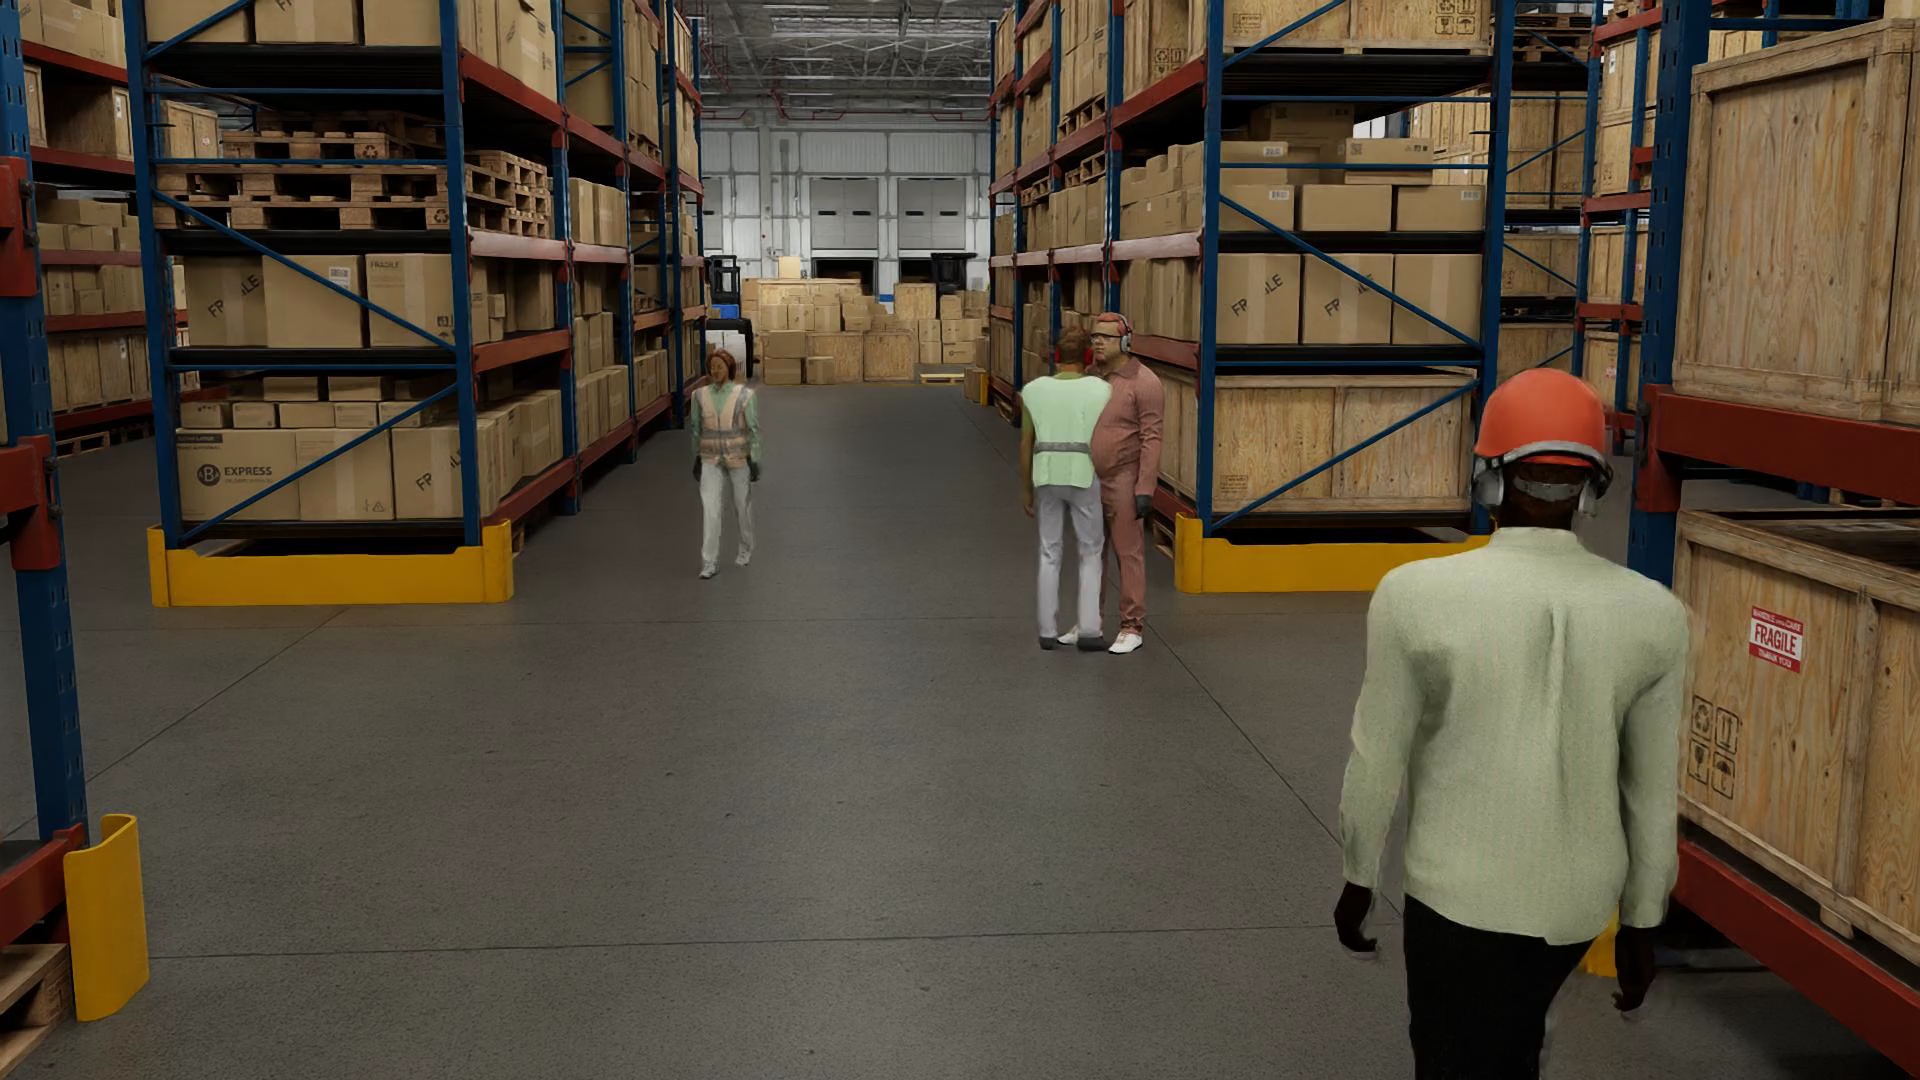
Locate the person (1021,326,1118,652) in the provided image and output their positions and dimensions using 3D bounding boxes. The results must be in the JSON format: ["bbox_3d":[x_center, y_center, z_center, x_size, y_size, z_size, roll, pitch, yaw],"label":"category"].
[{"bbox_3d":[0.622,-0.274,9.359,0.585,1.842,0.417,3,10,18],"label":"person"}]

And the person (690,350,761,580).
[{"bbox_3d":[-1.667,-0.560,11.872,0.529,1.595,0.847,1,9,7],"label":"person"}]

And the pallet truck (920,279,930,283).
[{"bbox_3d":[-0.932,-8.922,63.114,1.885,1.965,0.823,2,9,13],"label":"pallet truck"}]

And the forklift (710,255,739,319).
[{"bbox_3d":[-8.368,-8.713,59.038,1.129,2.768,1.873,-1,9,-4],"label":"forklift"}]

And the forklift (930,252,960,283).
[{"bbox_3d":[-0.462,-7.660,52.429,1.129,2.768,1.873,-6,11,-32],"label":"forklift"}]

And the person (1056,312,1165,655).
[{"bbox_3d":[0.831,-0.321,9.384,0.641,1.913,0.407,9,12,43],"label":"person"}]

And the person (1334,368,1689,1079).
[{"bbox_3d":[1.051,0.659,3.115,0.603,1.957,0.956,-1,9,-6],"label":"person"}]
